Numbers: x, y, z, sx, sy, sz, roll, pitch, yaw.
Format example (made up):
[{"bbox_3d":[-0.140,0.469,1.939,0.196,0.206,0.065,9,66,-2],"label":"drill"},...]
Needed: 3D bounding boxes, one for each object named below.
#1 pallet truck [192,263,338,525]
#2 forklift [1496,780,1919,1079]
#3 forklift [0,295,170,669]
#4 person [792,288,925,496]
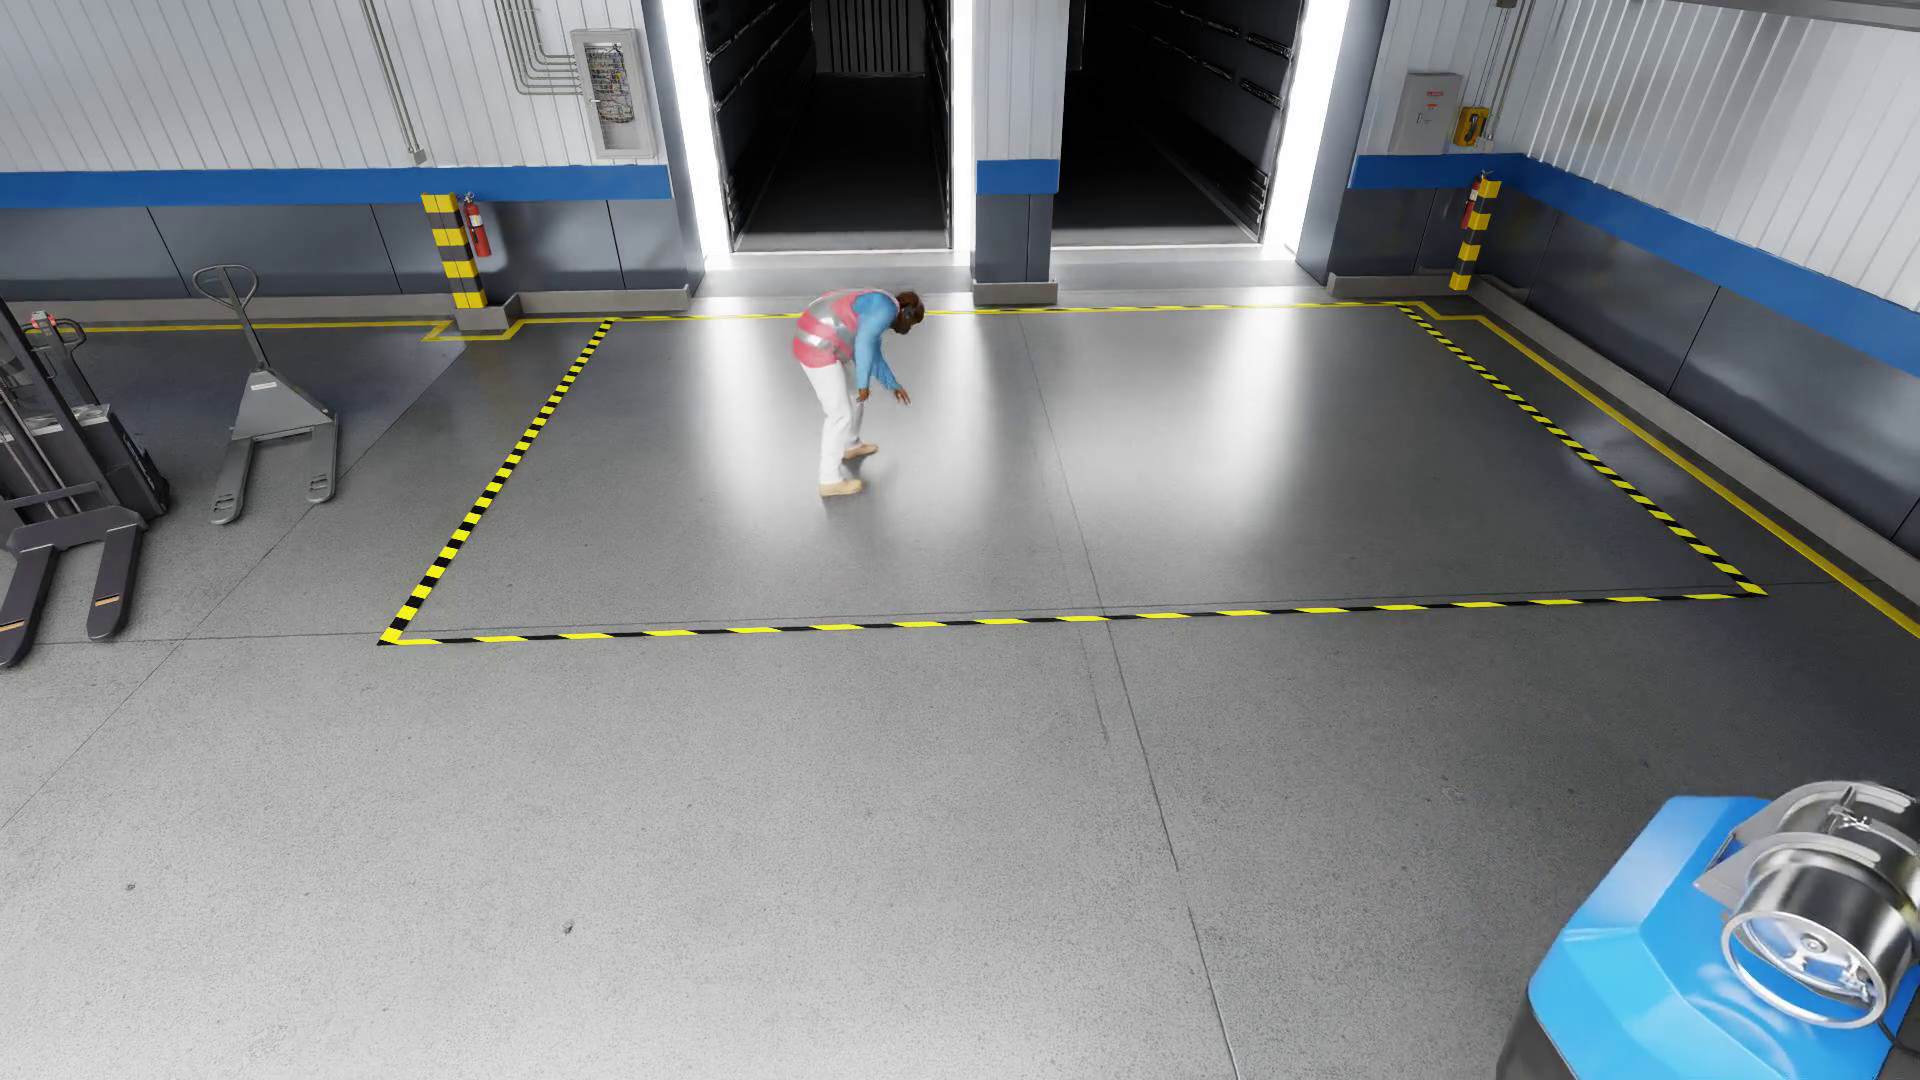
[{"bbox_3d":[-4.778,-1.027,6.128,0.680,1.201,1.601,-17,38,-23],"label":"pallet truck"},{"bbox_3d":[2.794,1.355,1.732,1.157,2.036,2.680,-24,41,-30],"label":"forklift"},{"bbox_3d":[-5.212,-0.618,4.878,0.823,1.965,1.885,-20,39,-26],"label":"forklift"},{"bbox_3d":[-0.655,-1.070,6.191,0.850,1.283,0.975,-1,35,-1],"label":"person"}]
